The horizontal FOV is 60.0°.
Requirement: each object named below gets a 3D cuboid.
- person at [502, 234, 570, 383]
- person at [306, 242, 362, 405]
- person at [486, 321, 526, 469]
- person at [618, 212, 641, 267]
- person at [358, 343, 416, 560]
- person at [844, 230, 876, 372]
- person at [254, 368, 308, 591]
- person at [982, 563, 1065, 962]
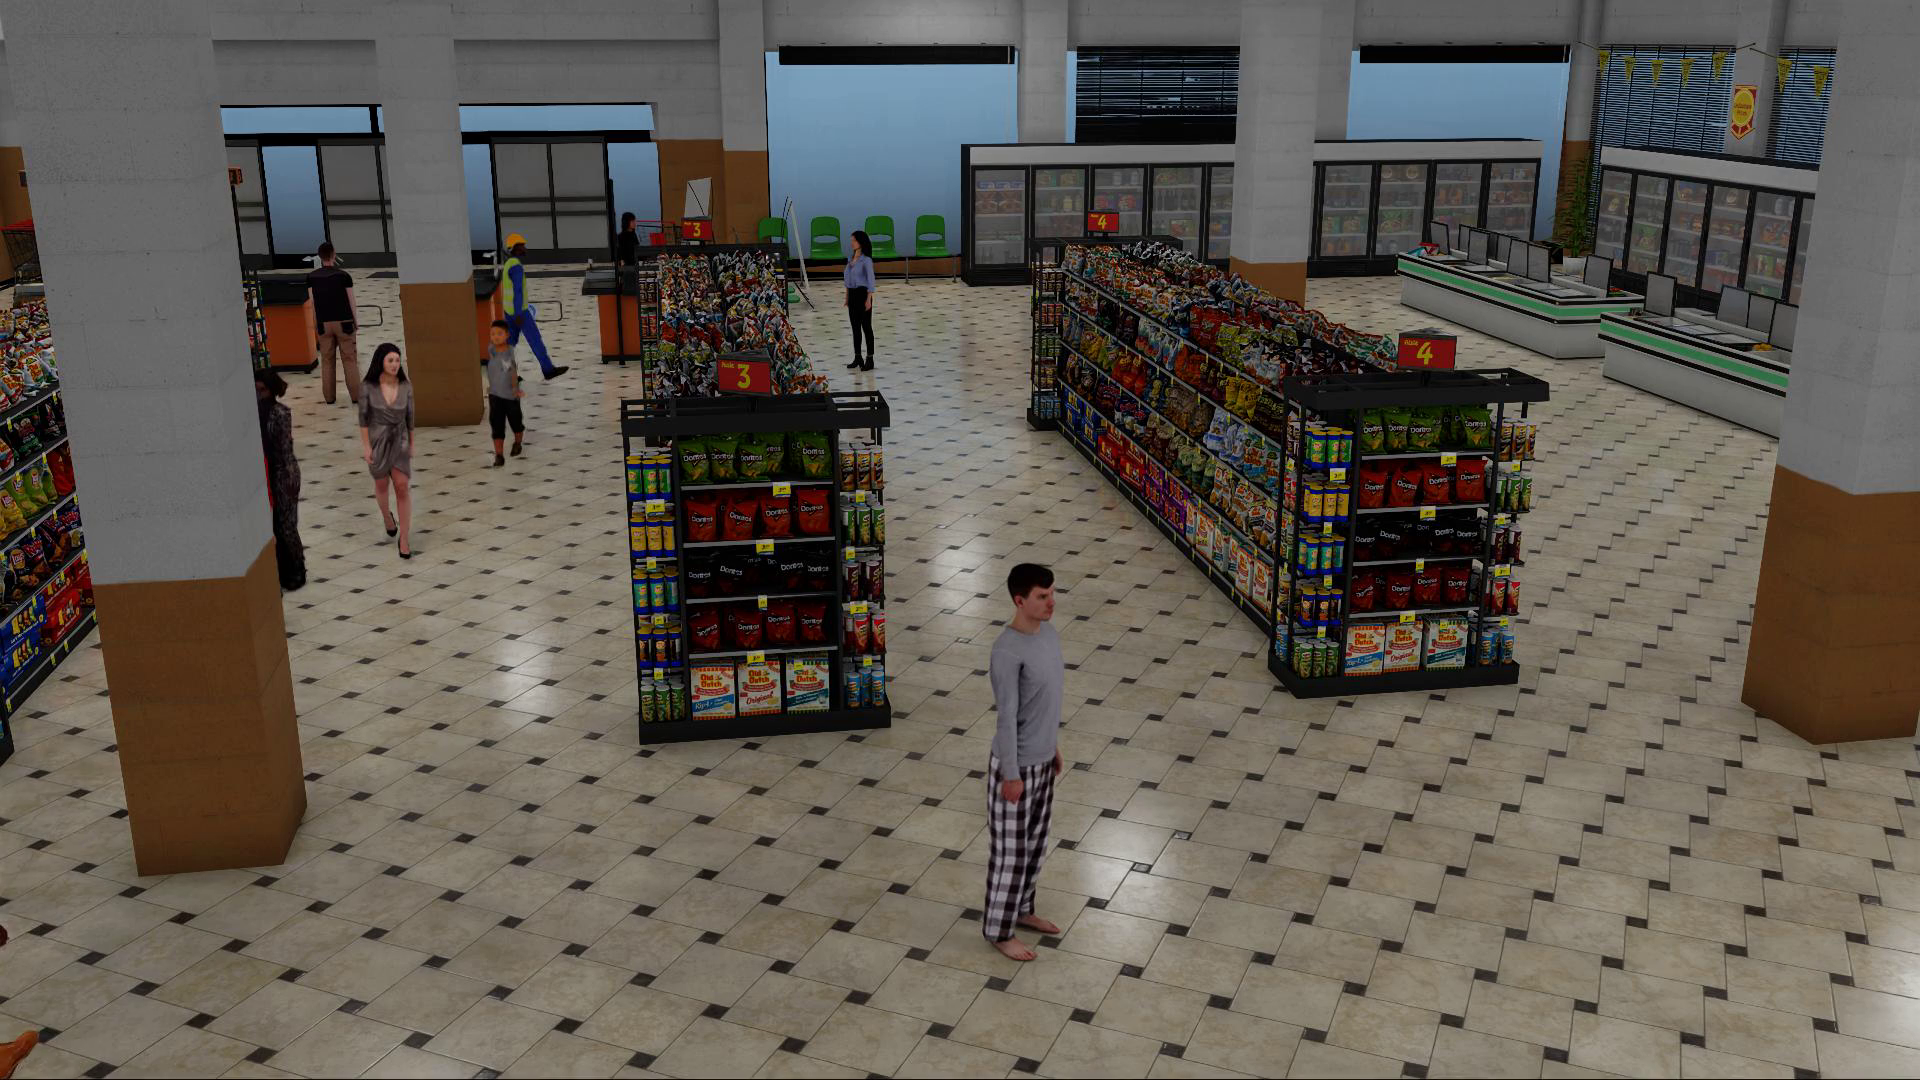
[{"bbox_3d":[-5.392,-2.742,19.956,1.004,1.785,1.134,-10,19,-29],"label":"person"},{"bbox_3d":[-7.146,-2.481,19.000,0.703,1.842,0.620,-1,17,-3],"label":"person"},{"bbox_3d":[-4.509,-1.517,16.548,0.691,1.422,1.020,0,17,0],"label":"person"},{"bbox_3d":[-4.842,-3.909,24.078,1.016,1.624,0.987,10,19,29],"label":"person"},{"bbox_3d":[-4.656,-0.732,13.486,0.788,1.699,1.161,-8,18,-24],"label":"person"},{"bbox_3d":[-1.250,-3.010,20.910,0.797,1.743,0.689,-16,23,-42],"label":"person"},{"bbox_3d":[-5.147,-0.463,12.589,0.736,1.704,0.794,15,22,40],"label":"person"},{"bbox_3d":[0.286,0.983,7.584,0.765,1.847,0.693,10,20,30],"label":"person"}]
